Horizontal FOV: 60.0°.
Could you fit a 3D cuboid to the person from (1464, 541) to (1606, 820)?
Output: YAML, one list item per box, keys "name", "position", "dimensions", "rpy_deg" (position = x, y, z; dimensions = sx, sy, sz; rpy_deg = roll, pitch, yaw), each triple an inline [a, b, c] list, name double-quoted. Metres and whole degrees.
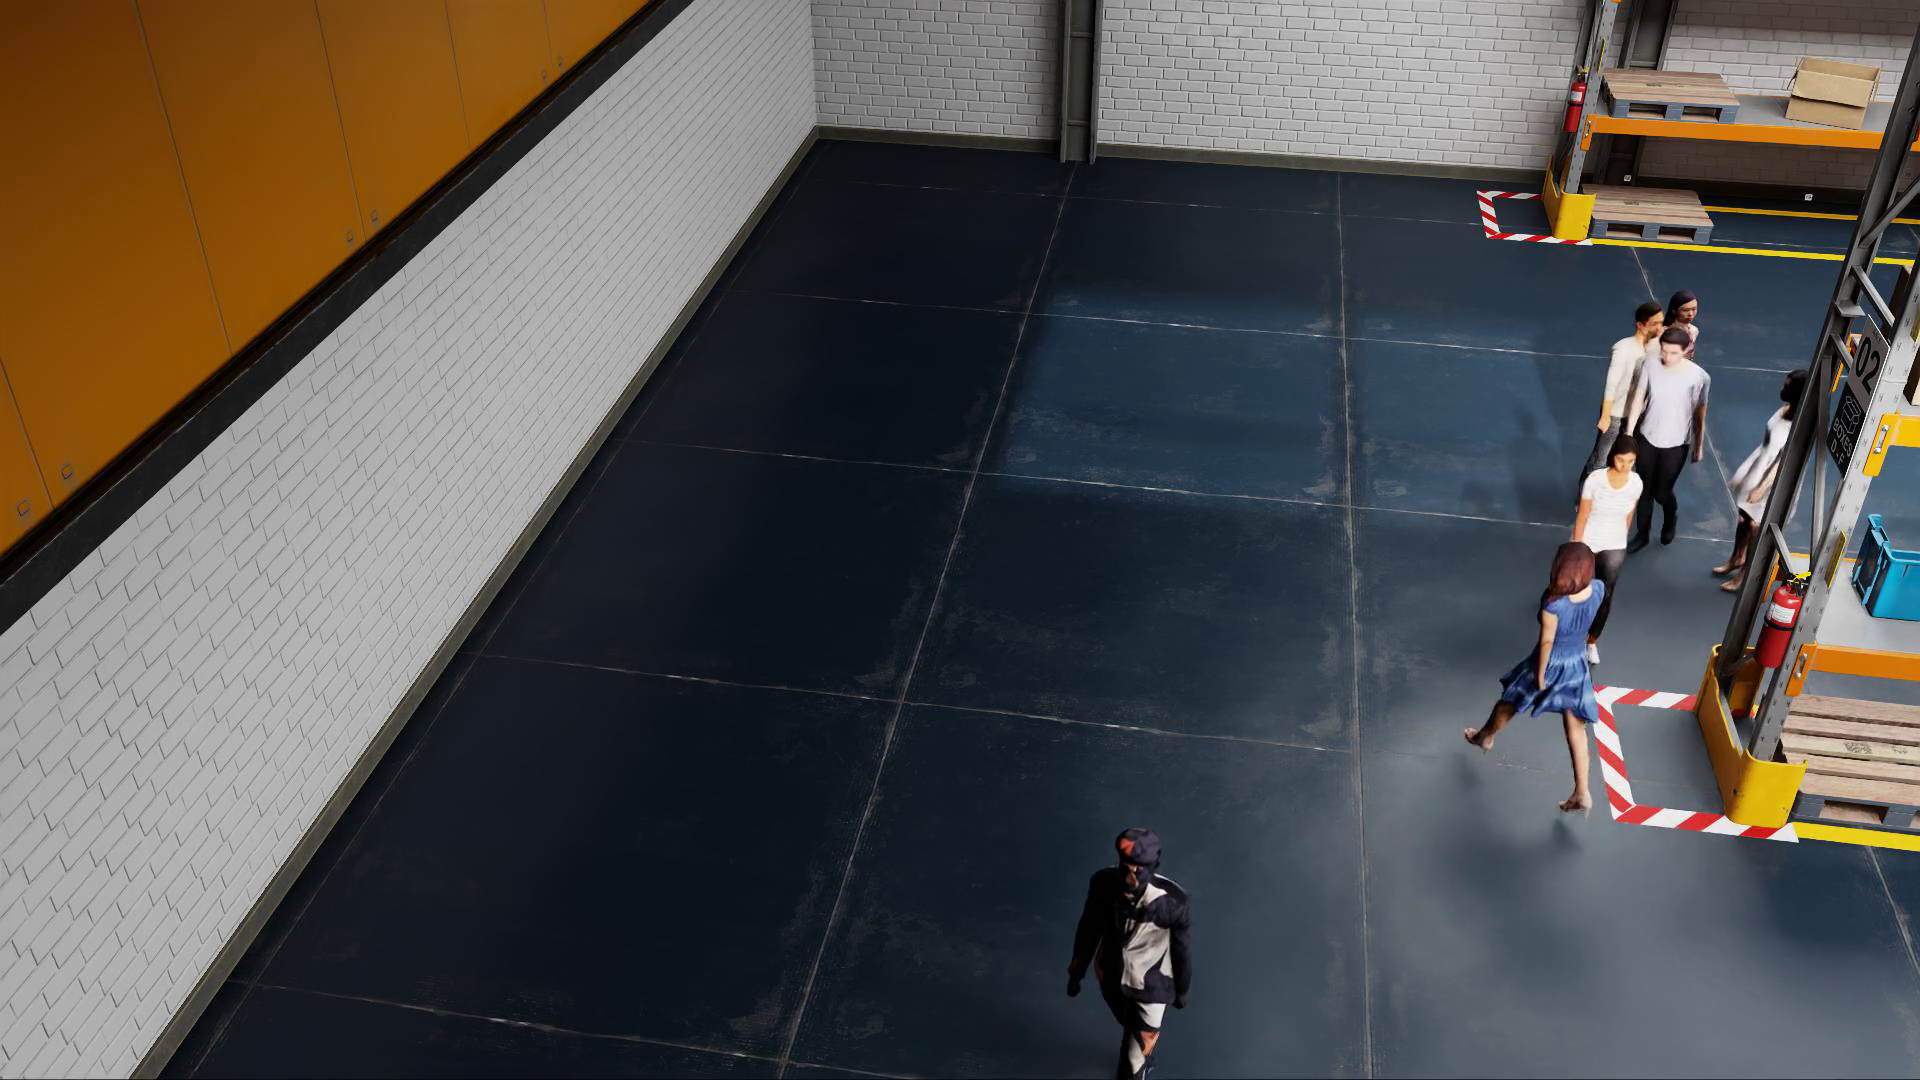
- name: "person"
  position: [3.602, 0.863, 9.870]
  dimensions: [1.208, 1.749, 1.121]
  rpy_deg: [-15, 37, -22]

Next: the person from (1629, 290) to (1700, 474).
- name: "person"
  position: [5.384, -1.098, 12.797]
  dimensions: [0.775, 1.775, 0.855]
  rpy_deg: [-12, 36, -18]

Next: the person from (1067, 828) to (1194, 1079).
- name: "person"
  position: [0.878, 2.054, 7.988]
  dimensions: [1.159, 1.849, 1.033]
  rpy_deg: [19, 38, 26]

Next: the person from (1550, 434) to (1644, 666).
- name: "person"
  position: [4.299, -0.020, 11.322]
  dimensions: [1.018, 1.613, 0.668]
  rpy_deg: [3, 34, 4]

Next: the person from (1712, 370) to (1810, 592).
- name: "person"
  position: [5.761, -0.394, 11.741]
  dimensions: [0.620, 1.771, 0.638]
  rpy_deg: [5, 34, 8]

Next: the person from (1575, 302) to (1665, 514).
- name: "person"
  position: [5.008, -0.984, 12.594]
  dimensions: [0.711, 1.811, 0.784]
  rpy_deg: [-19, 38, -26]

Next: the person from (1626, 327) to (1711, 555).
- name: "person"
  position: [5.212, -0.754, 12.222]
  dimensions: [0.929, 1.838, 0.993]
  rpy_deg: [27, 42, 34]
